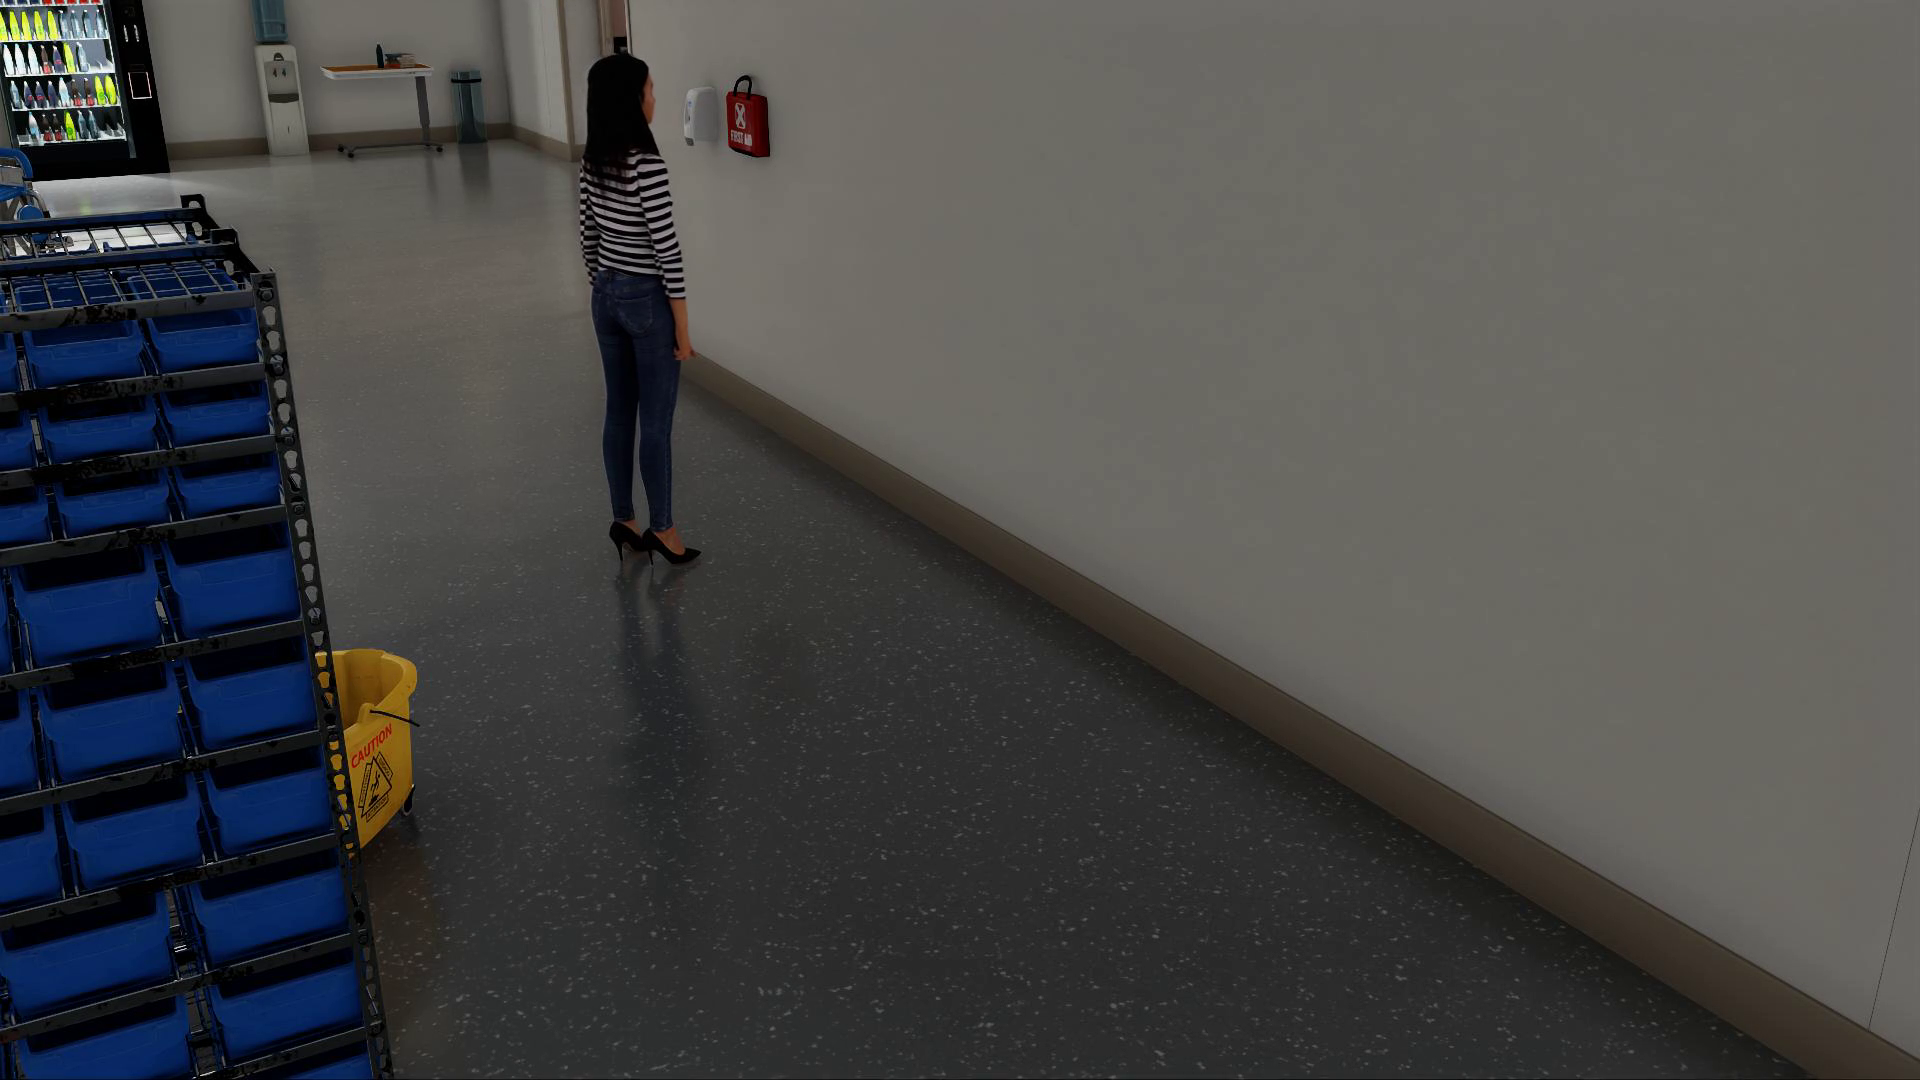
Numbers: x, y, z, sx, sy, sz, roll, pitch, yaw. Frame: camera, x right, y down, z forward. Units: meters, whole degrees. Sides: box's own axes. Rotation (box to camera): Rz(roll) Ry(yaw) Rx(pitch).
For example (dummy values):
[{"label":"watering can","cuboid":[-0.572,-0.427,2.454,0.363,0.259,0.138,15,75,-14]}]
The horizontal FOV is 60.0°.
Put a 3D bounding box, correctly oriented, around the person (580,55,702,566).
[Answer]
[{"label":"person","cuboid":[-1.139,-0.777,5.843,0.644,1.796,0.602,16,26,36]}]
